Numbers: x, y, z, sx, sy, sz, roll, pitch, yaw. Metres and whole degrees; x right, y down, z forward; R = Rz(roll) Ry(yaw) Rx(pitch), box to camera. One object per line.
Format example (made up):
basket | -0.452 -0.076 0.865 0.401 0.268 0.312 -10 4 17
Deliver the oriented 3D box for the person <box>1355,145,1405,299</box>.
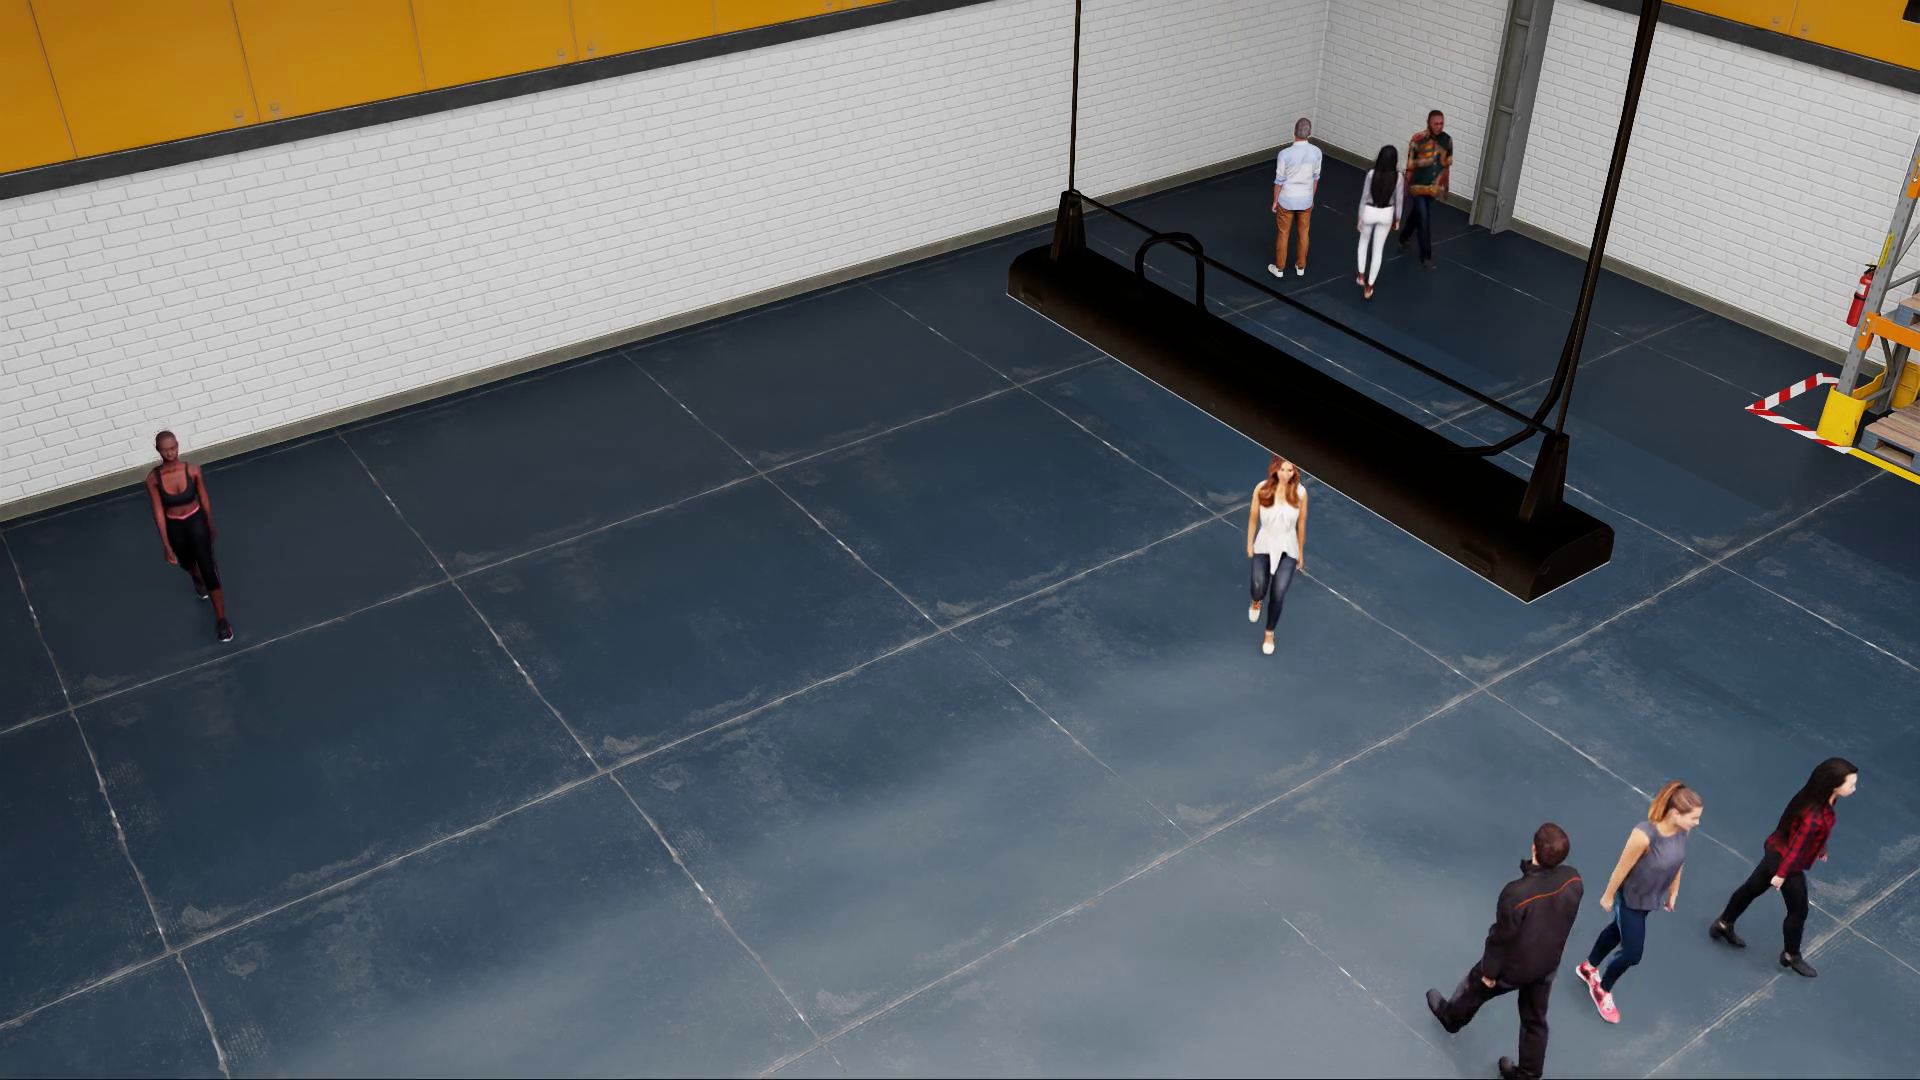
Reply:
person | 4.581 -3.479 18.284 0.809 1.708 0.869 8 34 12

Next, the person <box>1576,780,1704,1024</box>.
person | 3.992 2.064 9.946 0.660 1.707 0.736 -12 35 -17

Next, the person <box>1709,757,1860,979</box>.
person | 4.981 1.935 10.216 0.975 1.623 0.825 15 36 21

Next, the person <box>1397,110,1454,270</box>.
person | 5.317 -4.078 19.140 0.961 1.757 1.265 -9 35 -13

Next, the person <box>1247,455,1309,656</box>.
person | 2.455 0.036 12.938 0.832 1.772 0.896 4 34 6

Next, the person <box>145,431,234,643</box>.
person | -6.139 -0.106 13.197 0.724 1.722 1.217 -14 36 -20

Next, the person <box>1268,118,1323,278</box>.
person | 3.784 -3.853 18.738 0.768 1.828 0.748 -4 34 -6

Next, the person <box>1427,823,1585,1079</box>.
person | 3.223 2.424 9.326 0.915 1.793 1.149 -11 35 -16
